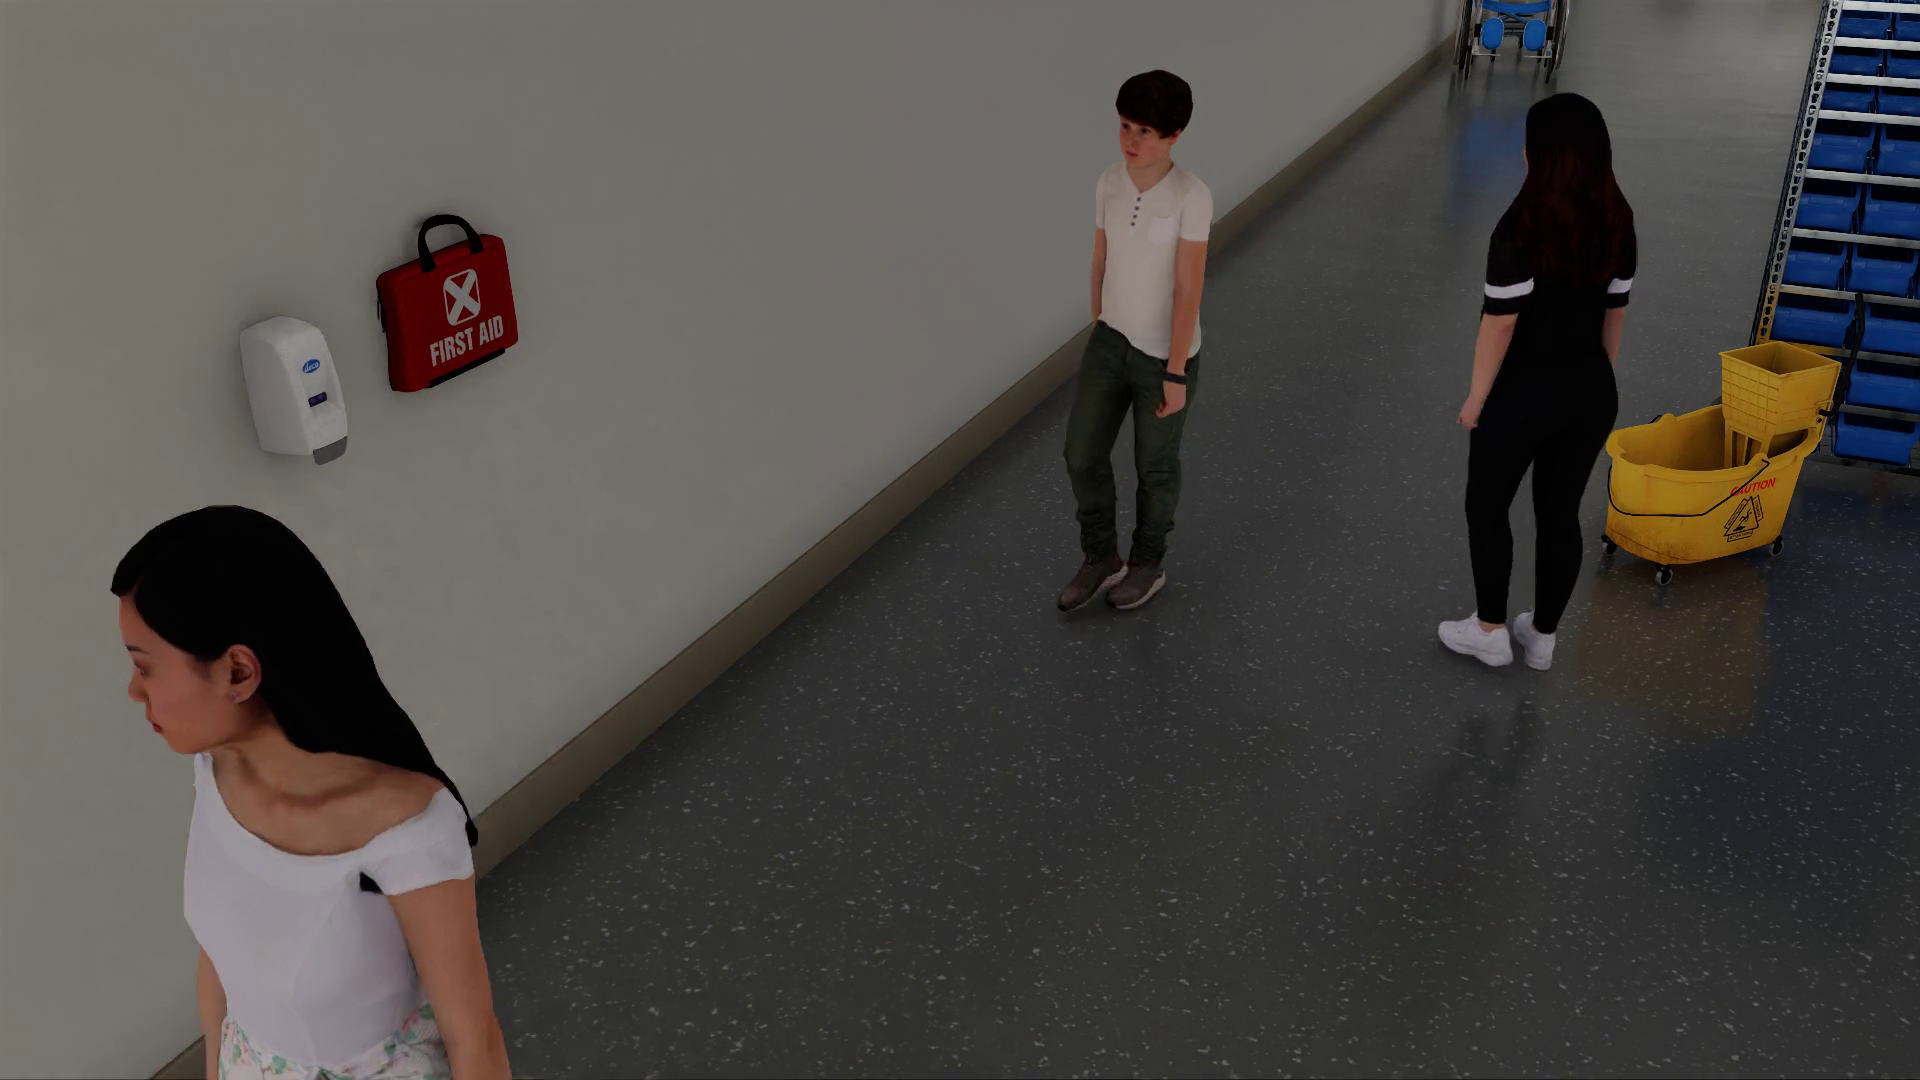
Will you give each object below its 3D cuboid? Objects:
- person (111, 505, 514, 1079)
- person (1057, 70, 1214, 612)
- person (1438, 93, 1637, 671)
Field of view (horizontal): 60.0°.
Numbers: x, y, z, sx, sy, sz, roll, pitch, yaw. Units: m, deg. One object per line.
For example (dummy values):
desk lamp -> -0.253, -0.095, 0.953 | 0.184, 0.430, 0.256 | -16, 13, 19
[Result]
person -> -0.667, 0.741, 2.120 | 1.119, 1.741, 0.877 | 18, 31, 33
person -> 0.596, -0.563, 4.941 | 0.623, 1.639, 0.674 | 17, 31, 32
person -> 1.622, -0.398, 4.609 | 0.721, 1.630, 0.780 | -7, 27, -15
